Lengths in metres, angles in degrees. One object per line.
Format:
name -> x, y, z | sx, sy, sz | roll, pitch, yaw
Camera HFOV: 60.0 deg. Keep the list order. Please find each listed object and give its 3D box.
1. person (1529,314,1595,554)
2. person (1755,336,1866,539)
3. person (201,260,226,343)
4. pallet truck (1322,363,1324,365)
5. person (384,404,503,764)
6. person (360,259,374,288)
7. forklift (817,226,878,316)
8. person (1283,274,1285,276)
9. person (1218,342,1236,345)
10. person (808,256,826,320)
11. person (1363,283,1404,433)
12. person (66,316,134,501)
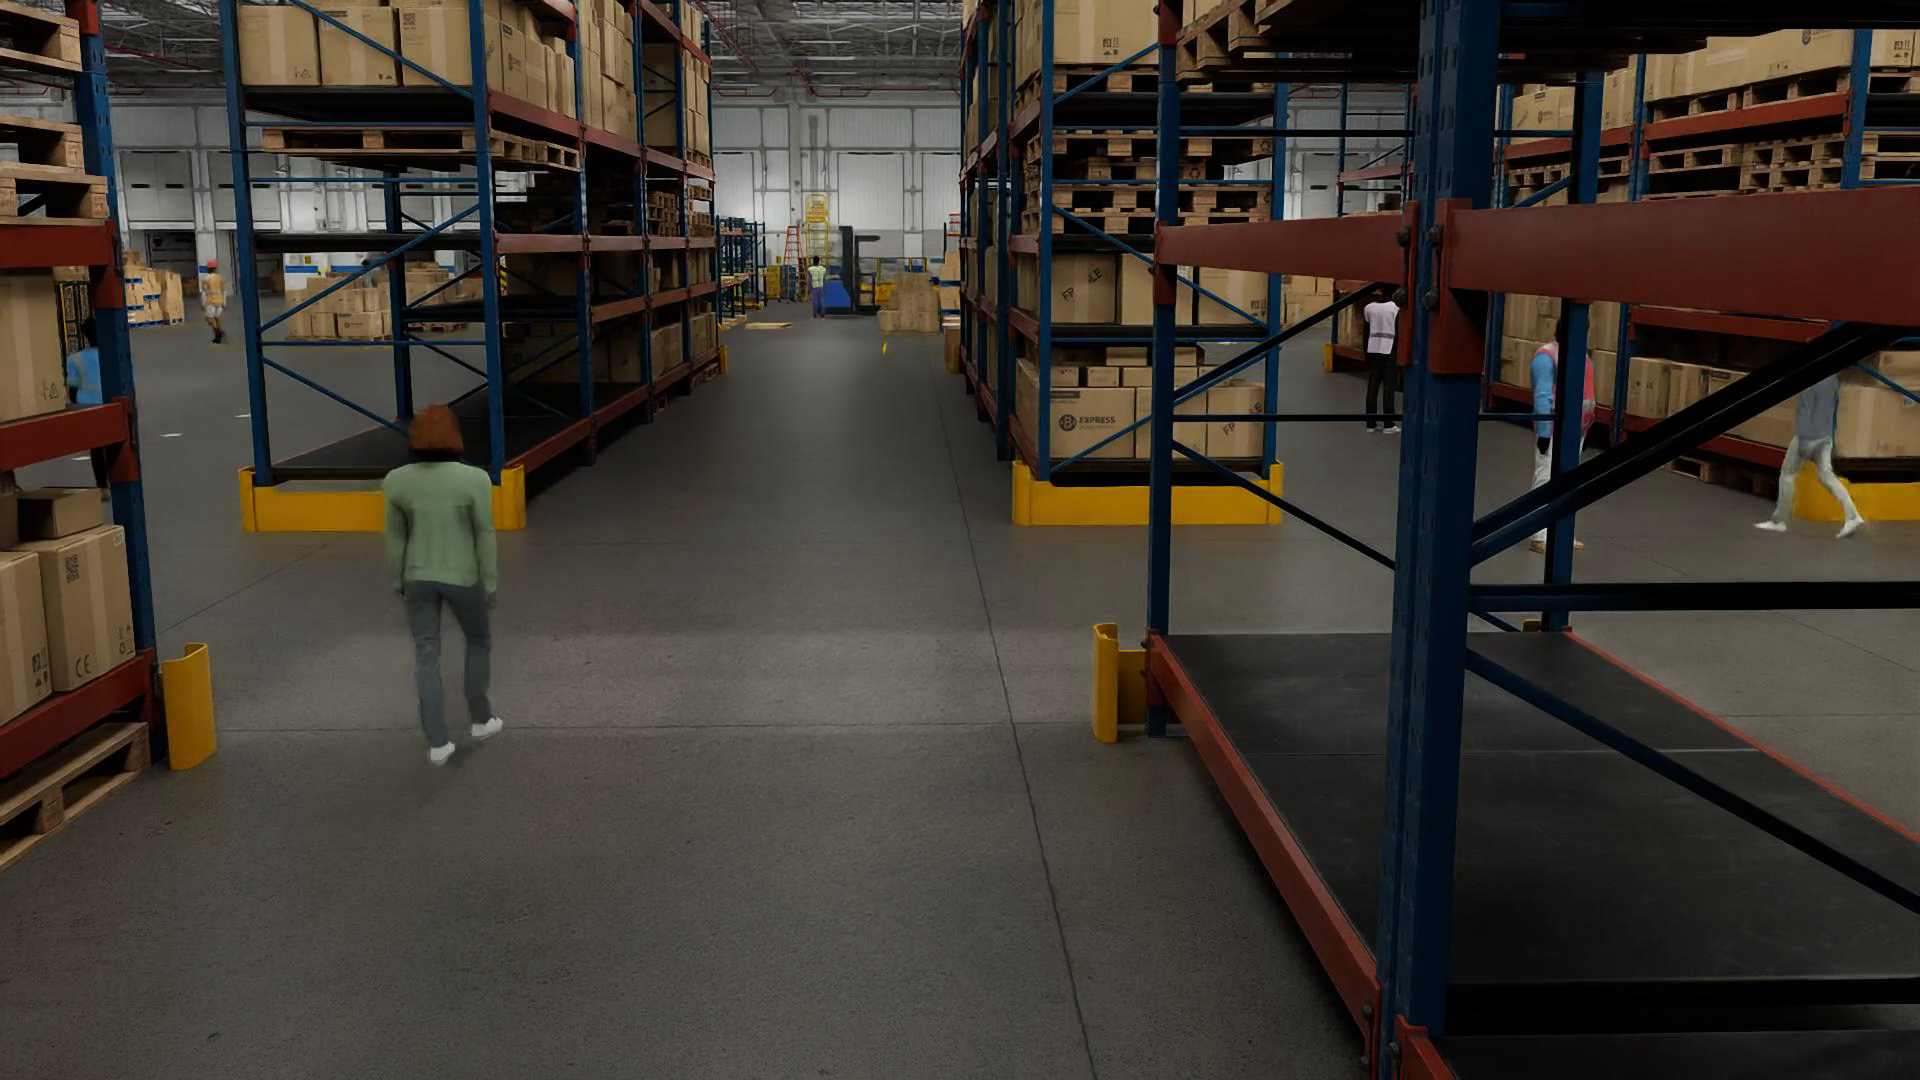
person -> 4.549, -0.810, 12.546 | 0.621, 1.839, 0.429 | -9, 13, -40
person -> 6.821, -0.817, 13.212 | 0.504, 1.601, 0.807 | -7, 12, -33
person -> -17.231, -5.495, 38.401 | 0.427, 1.918, 0.562 | 9, 14, 41
pallet truck -> 7.712, -4.157, 30.737 | 1.885, 1.965, 0.823 | 3, 11, 16
person -> -2.344, 0.178, 7.640 | 0.521, 1.607, 0.676 | 0, 10, 0
person -> -17.427, -7.340, 48.954 | 0.943, 1.830, 0.516 | 9, 14, 42
forklift -> -3.541, -8.434, 52.105 | 1.873, 2.768, 1.129 | 0, 10, -2
person -> 11.638, -9.146, 58.784 | 0.830, 1.910, 0.547 | 6, 12, 31
person -> 6.117, -5.369, 37.867 | 0.508, 1.865, 0.328 | -7, 12, -33
person -> -4.271, -7.520, 49.692 | 0.590, 1.919, 0.395 | -6, 12, -29
person -> 5.205, -2.267, 20.427 | 0.391, 1.920, 0.587 | -8, 13, -39
person -> -7.727, -1.174, 14.982 | 0.540, 1.684, 0.402 | -6, 12, -31
